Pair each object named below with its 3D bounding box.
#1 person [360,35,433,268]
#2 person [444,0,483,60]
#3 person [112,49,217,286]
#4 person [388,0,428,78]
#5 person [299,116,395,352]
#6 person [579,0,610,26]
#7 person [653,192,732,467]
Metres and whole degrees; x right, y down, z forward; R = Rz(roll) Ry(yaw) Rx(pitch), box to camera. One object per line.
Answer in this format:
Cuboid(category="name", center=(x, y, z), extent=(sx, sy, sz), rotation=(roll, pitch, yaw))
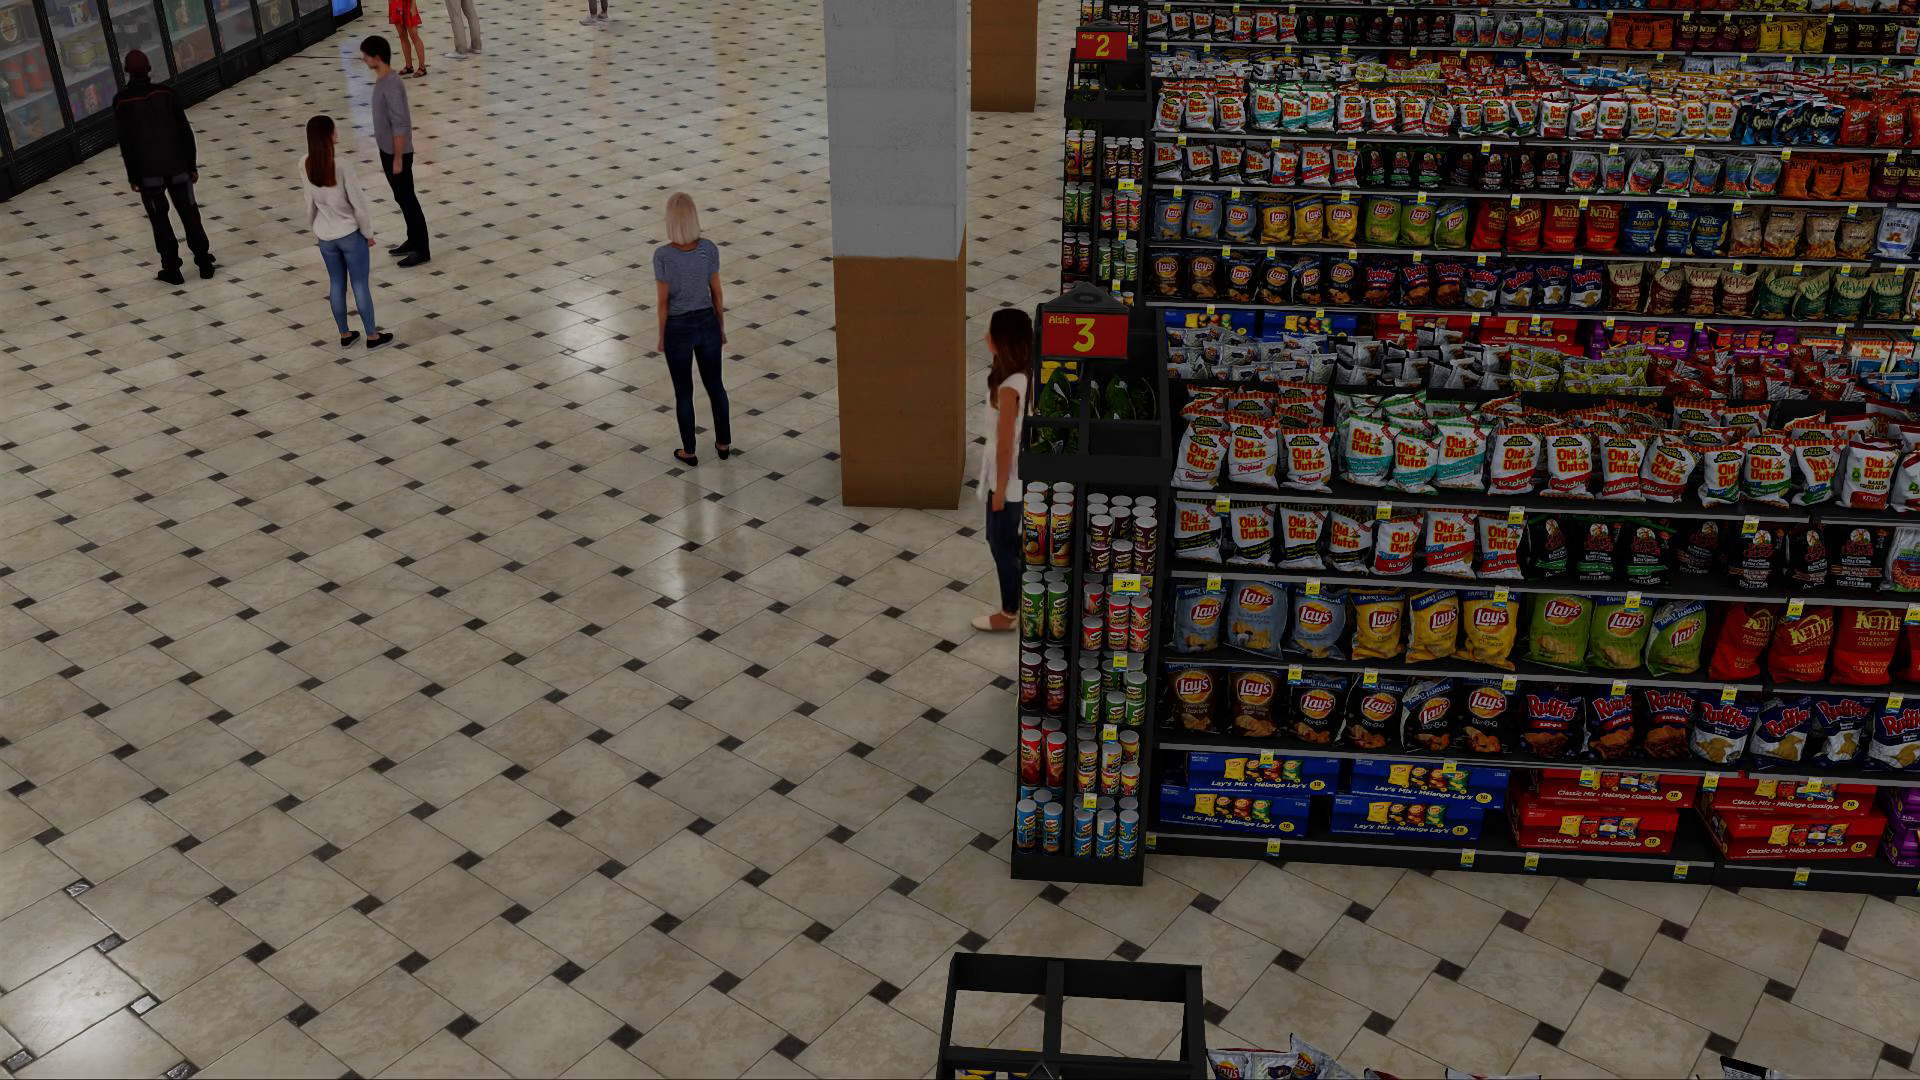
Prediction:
Cuboid(category="person", center=(-4.557, -3.148, 13.465), extent=(0.718, 1.826, 0.726), rotation=(-14, 31, -23))
Cuboid(category="person", center=(-6.110, -6.814, 20.143), extent=(0.705, 1.862, 0.753), rotation=(13, 31, 23))
Cuboid(category="person", center=(-6.273, -2.926, 13.059), extent=(0.771, 1.825, 0.852), rotation=(-19, 34, -31))
Cuboid(category="person", center=(-6.454, -6.203, 19.304), extent=(0.598, 1.592, 0.707), rotation=(14, 32, 24))
Cuboid(category="person", center=(-4.391, -2.171, 11.816), extent=(0.534, 1.692, 0.708), rotation=(7, 29, 13))
Cuboid(category="person", center=(-4.869, -7.747, 21.879), extent=(0.708, 1.835, 0.744), rotation=(14, 32, 24))
Cuboid(category="person", center=(-1.638, -1.280, 10.152), extent=(0.618, 1.722, 0.729), rotation=(-14, 31, -23))
